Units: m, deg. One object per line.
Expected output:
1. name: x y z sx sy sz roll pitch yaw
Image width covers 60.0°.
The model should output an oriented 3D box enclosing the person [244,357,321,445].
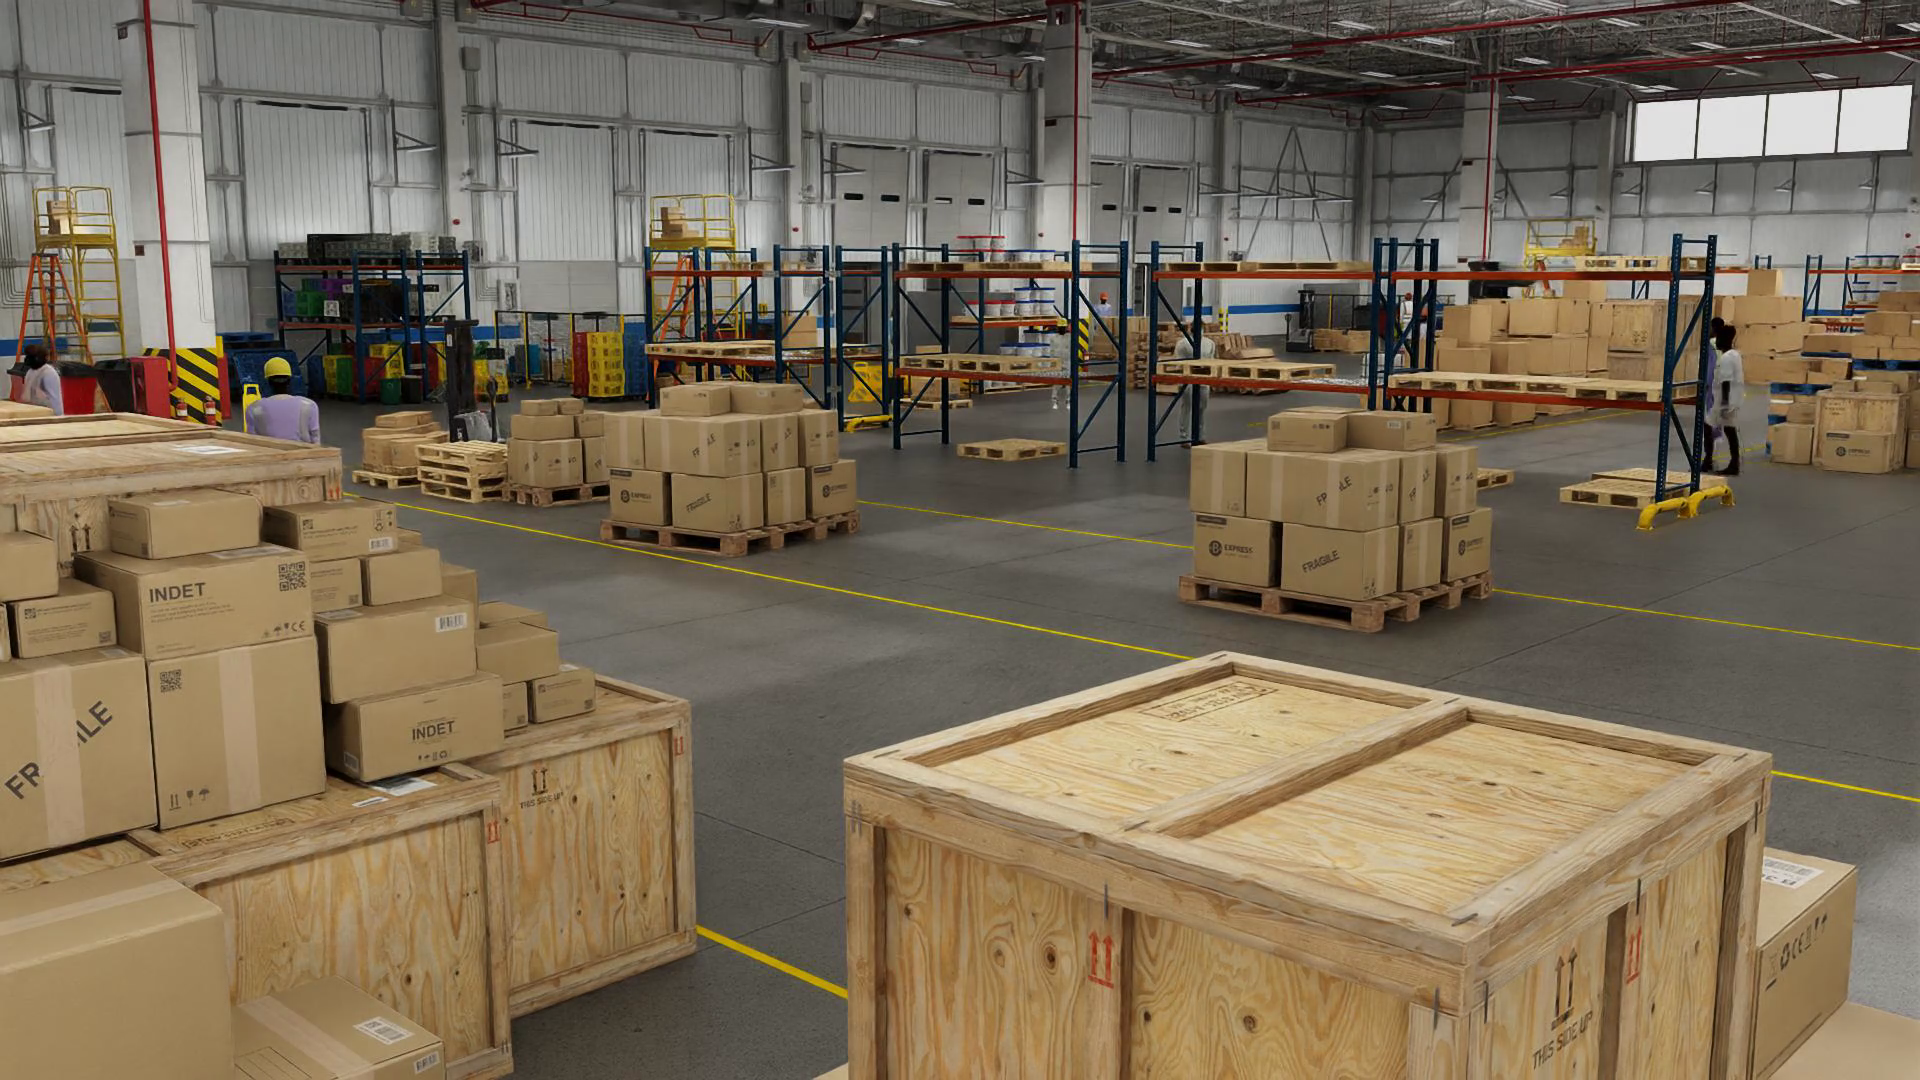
1. person: -5.681 -0.573 14.005 0.587 1.918 0.399 -4 10 -22

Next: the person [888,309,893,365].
1. person: -1.736 -5.264 43.648 0.313 1.633 0.520 3 10 20

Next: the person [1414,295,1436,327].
1. person: 13.270 -6.039 47.453 0.629 1.940 0.373 5 10 28

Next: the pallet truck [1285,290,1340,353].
1. pallet truck: 11.297 -6.951 52.861 1.885 1.965 0.823 -5 11 -29

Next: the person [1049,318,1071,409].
1. person: 1.929 -3.334 31.485 0.485 1.738 0.320 1 9 9

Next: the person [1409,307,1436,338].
1. person: 9.188 -3.701 33.228 0.542 1.911 0.852 7 12 38

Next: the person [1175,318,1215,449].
1. person: 3.495 -2.324 24.673 0.631 1.940 0.372 -3 10 -19

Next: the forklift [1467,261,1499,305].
1. forklift: 12.076 -5.067 38.609 1.873 2.768 1.129 9 13 43

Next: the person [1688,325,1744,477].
1. person: 9.686 -1.774 21.272 0.736 1.937 0.649 7 12 38

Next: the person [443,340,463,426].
1. person: -7.092 -1.953 23.169 0.591 1.674 0.557 0 9 0

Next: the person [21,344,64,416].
1. person: -10.746 -1.418 19.581 0.964 1.799 0.628 -8 12 -42

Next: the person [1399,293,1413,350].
1. person: 14.577 -7.100 54.125 0.573 1.883 0.355 -1 9 -8

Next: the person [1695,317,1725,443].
1. person: 11.566 -2.445 25.473 0.597 1.917 0.379 -9 13 -44

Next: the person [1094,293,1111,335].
1. person: 4.402 -6.645 51.209 0.543 1.929 0.386 -1 9 -9

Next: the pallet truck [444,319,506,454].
1. pallet truck: -6.981 -1.942 22.150 1.885 1.965 0.823 1 9 9

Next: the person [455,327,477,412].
1. person: -7.989 -2.613 26.731 0.342 1.846 0.508 4 10 21
